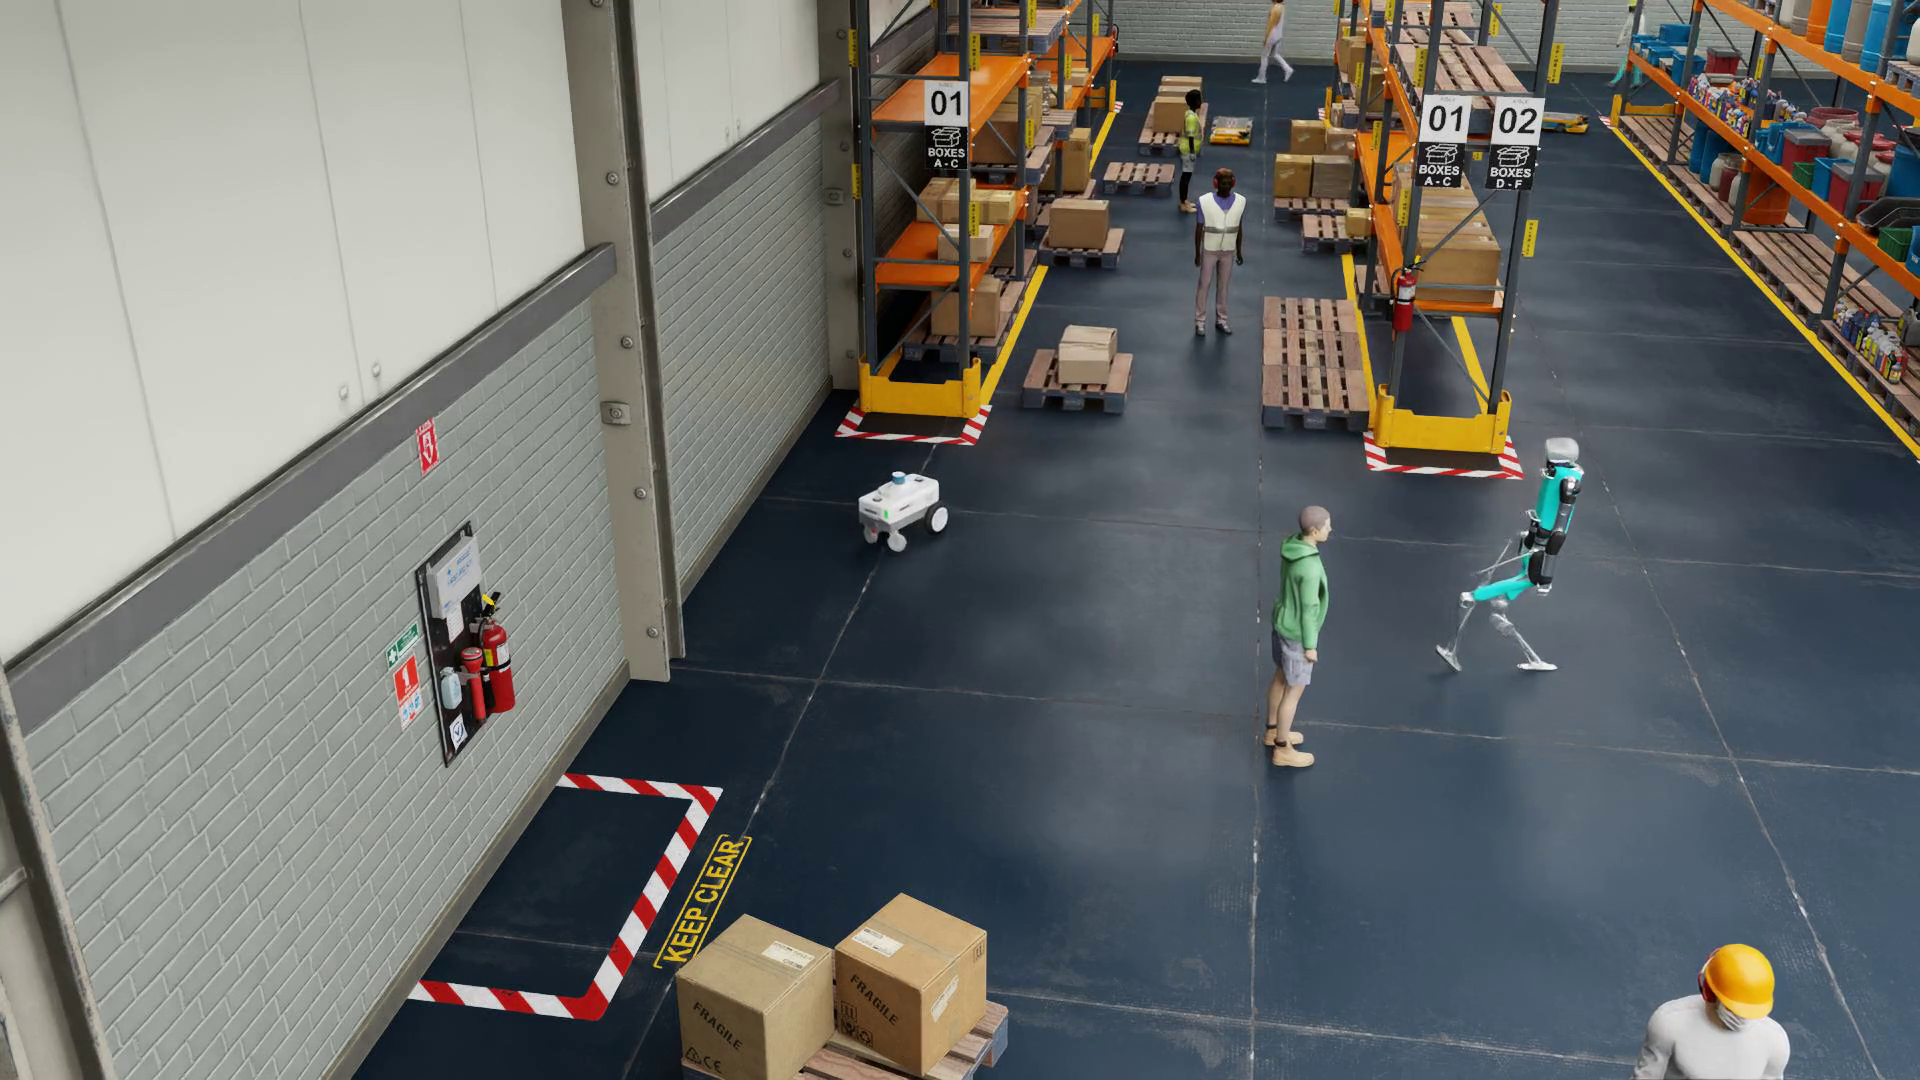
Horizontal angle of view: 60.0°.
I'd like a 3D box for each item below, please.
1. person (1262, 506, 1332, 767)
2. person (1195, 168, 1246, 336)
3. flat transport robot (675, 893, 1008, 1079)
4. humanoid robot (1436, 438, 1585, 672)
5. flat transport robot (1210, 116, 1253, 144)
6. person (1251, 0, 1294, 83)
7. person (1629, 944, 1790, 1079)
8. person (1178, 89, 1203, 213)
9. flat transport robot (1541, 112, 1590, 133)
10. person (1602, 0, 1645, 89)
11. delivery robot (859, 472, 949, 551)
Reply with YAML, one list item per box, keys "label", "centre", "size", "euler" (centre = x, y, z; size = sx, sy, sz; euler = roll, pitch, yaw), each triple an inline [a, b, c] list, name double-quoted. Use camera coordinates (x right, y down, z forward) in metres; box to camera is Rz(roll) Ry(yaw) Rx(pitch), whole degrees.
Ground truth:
- label: "person"
  centre: [2.092, 0.589, 10.370]
  size: [0.317, 1.734, 0.478]
  euler: [-2, 25, -5]
- label: "person"
  centre: [2.837, -3.174, 18.285]
  size: [0.562, 1.847, 0.389]
  euler: [-6, 26, -13]
- label: "flat transport robot"
  centre: [-0.503, 2.562, 7.875]
  size: [0.659, 0.231, 1.431]
  euler: [12, 28, 24]
- label: "humanoid robot"
  centre: [3.678, 0.134, 11.377]
  size: [0.995, 1.769, 0.530]
  euler: [3, 25, 5]
- label: "flat transport robot"
  centre: [4.622, -6.975, 28.286]
  size: [0.659, 0.231, 1.431]
  euler: [5, 25, 10]
- label: "person"
  centre: [6.190, -9.912, 32.722]
  size: [0.745, 1.836, 0.532]
  euler: [16, 30, 31]
- label: "person"
  centre: [2.847, 2.334, 6.455]
  size: [0.569, 1.889, 0.388]
  euler: [7, 26, 14]
- label: "person"
  centre: [3.240, -5.468, 23.372]
  size: [0.320, 1.697, 0.531]
  euler: [2, 25, 4]
- label: "flat transport robot"
  centre: [10.178, -7.292, 28.966]
  size: [1.431, 0.231, 0.659]
  euler: [11, 27, 23]
- label: "person"
  centre: [12.919, -9.604, 32.184]
  size: [0.875, 1.721, 0.543]
  euler: [-2, 25, -5]
- label: "delivery robot"
  centre: [-0.479, -0.273, 13.611]
  size: [0.499, 0.601, 0.772]
  euler: [19, 31, 35]
